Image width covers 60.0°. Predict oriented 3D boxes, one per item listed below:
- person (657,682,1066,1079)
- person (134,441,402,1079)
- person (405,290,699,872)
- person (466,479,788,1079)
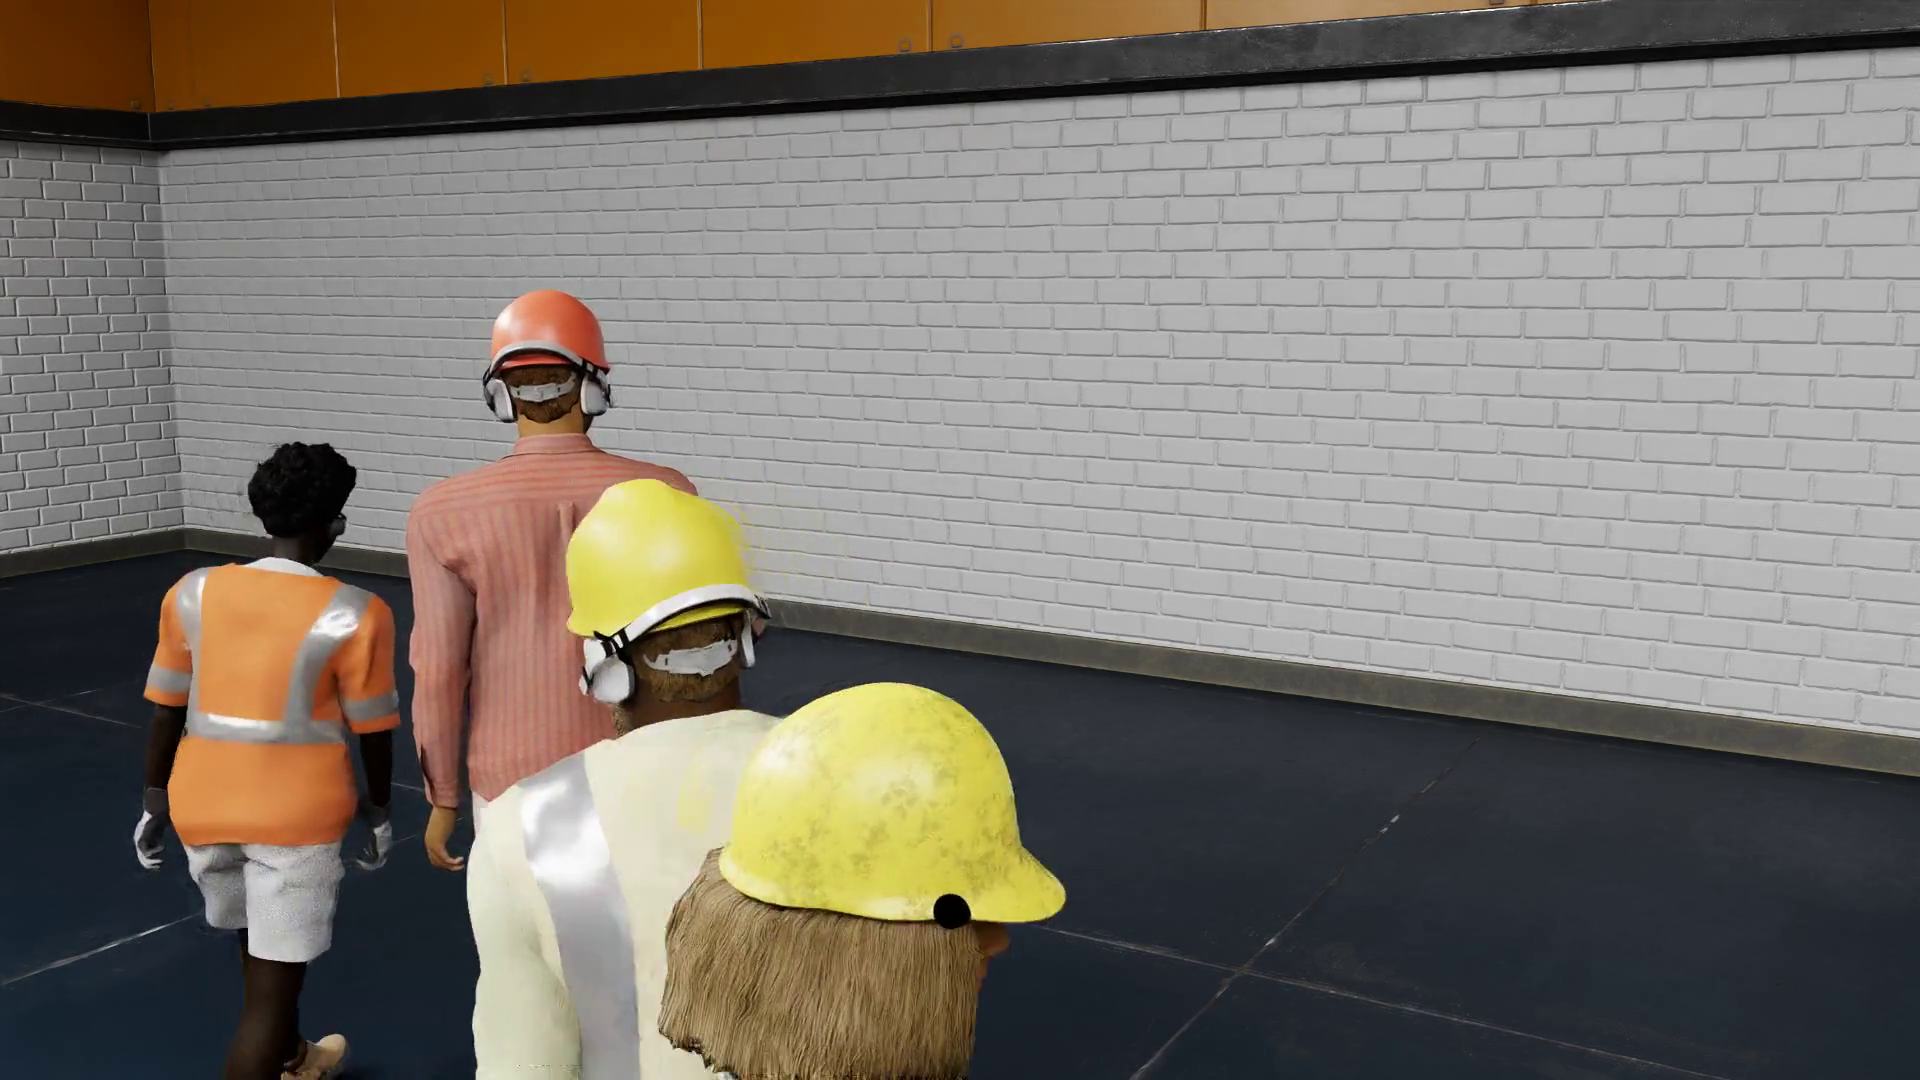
[{"bbox_3d":[-0.135,0.955,1.348,0.614,1.722,0.499,1,9,3],"label":"person"},{"bbox_3d":[-1.497,0.607,3.737,0.563,1.646,0.792,2,9,11],"label":"person"},{"bbox_3d":[-0.818,0.484,3.467,0.612,1.986,0.401,-4,10,-22],"label":"person"},{"bbox_3d":[-0.322,0.803,2.157,0.623,1.766,0.975,-4,10,-26],"label":"person"}]
